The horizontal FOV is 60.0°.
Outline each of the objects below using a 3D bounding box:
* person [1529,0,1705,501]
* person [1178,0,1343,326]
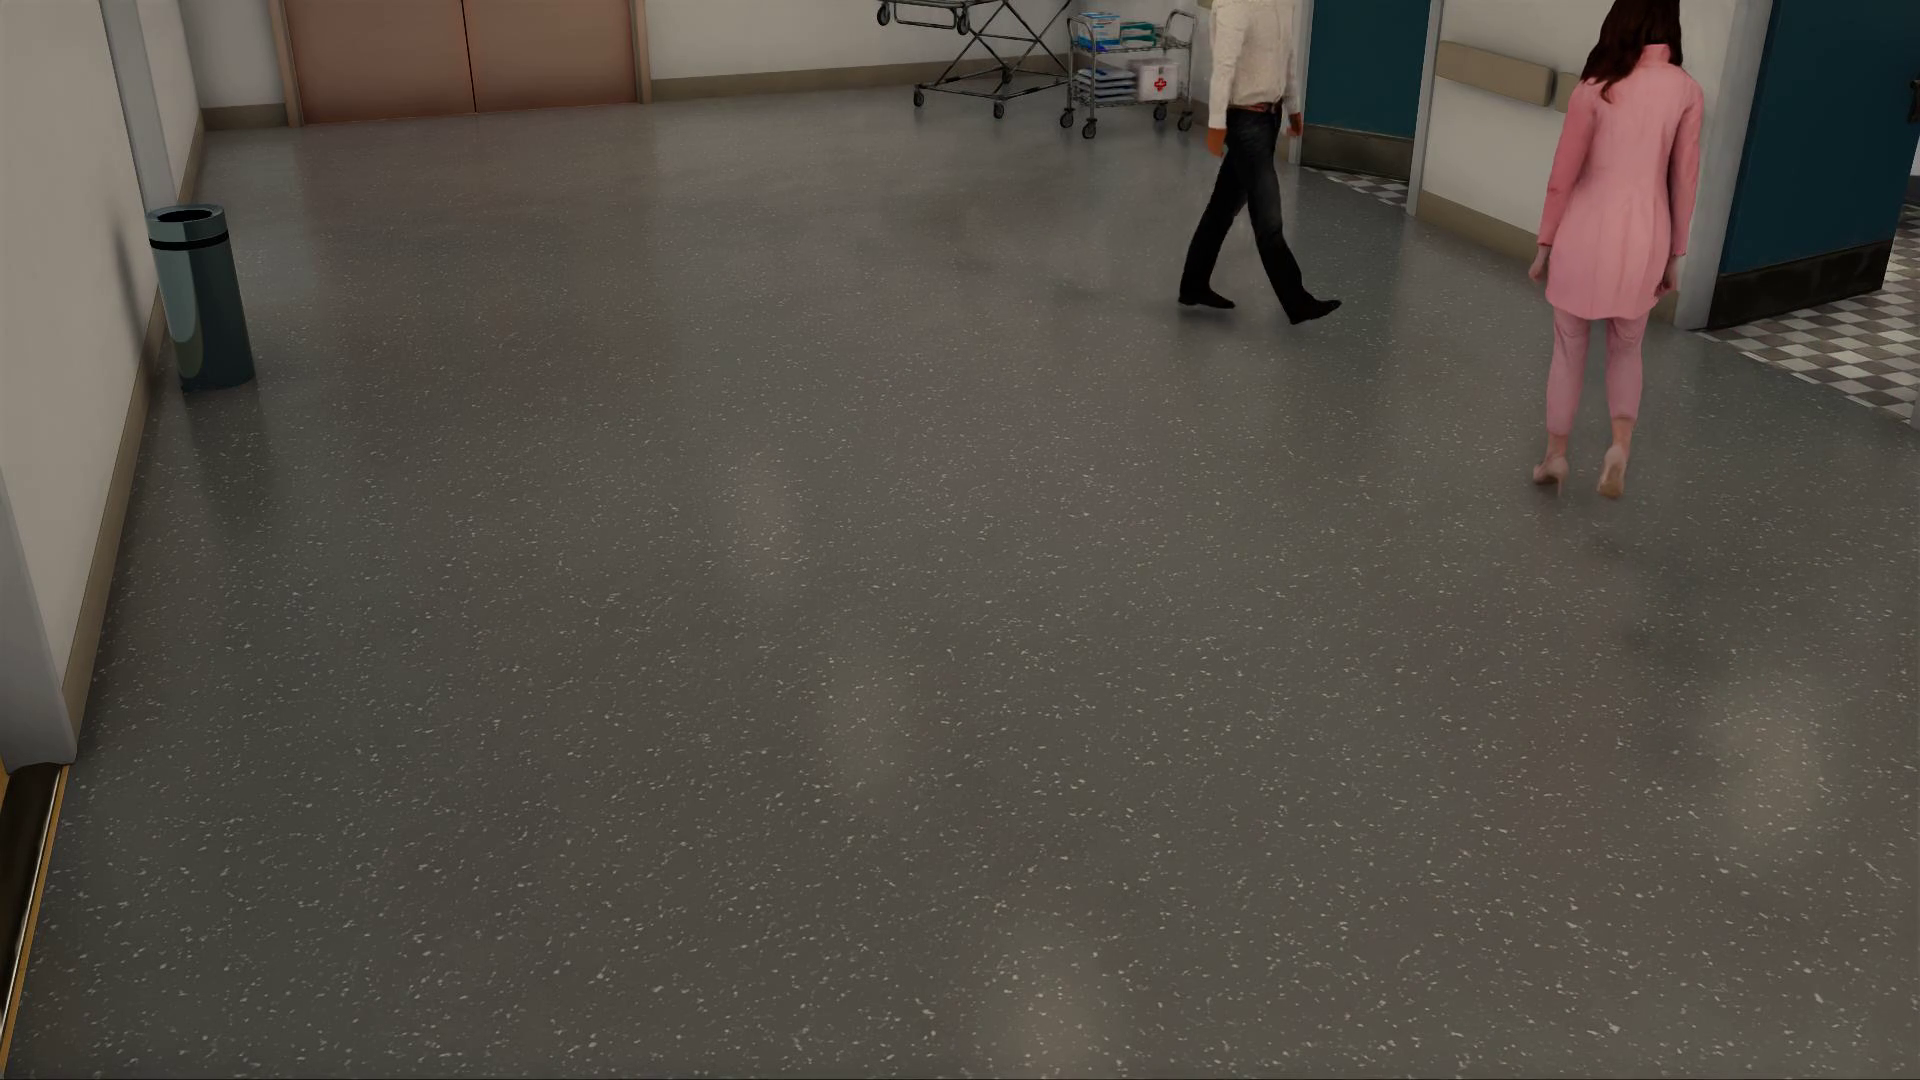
[{"bbox_3d":[2.162,-0.927,5.506,0.791,1.795,0.901,1,26,3],"label":"person"},{"bbox_3d":[1.216,-1.866,7.471,1.201,1.779,1.062,17,31,31],"label":"person"}]
